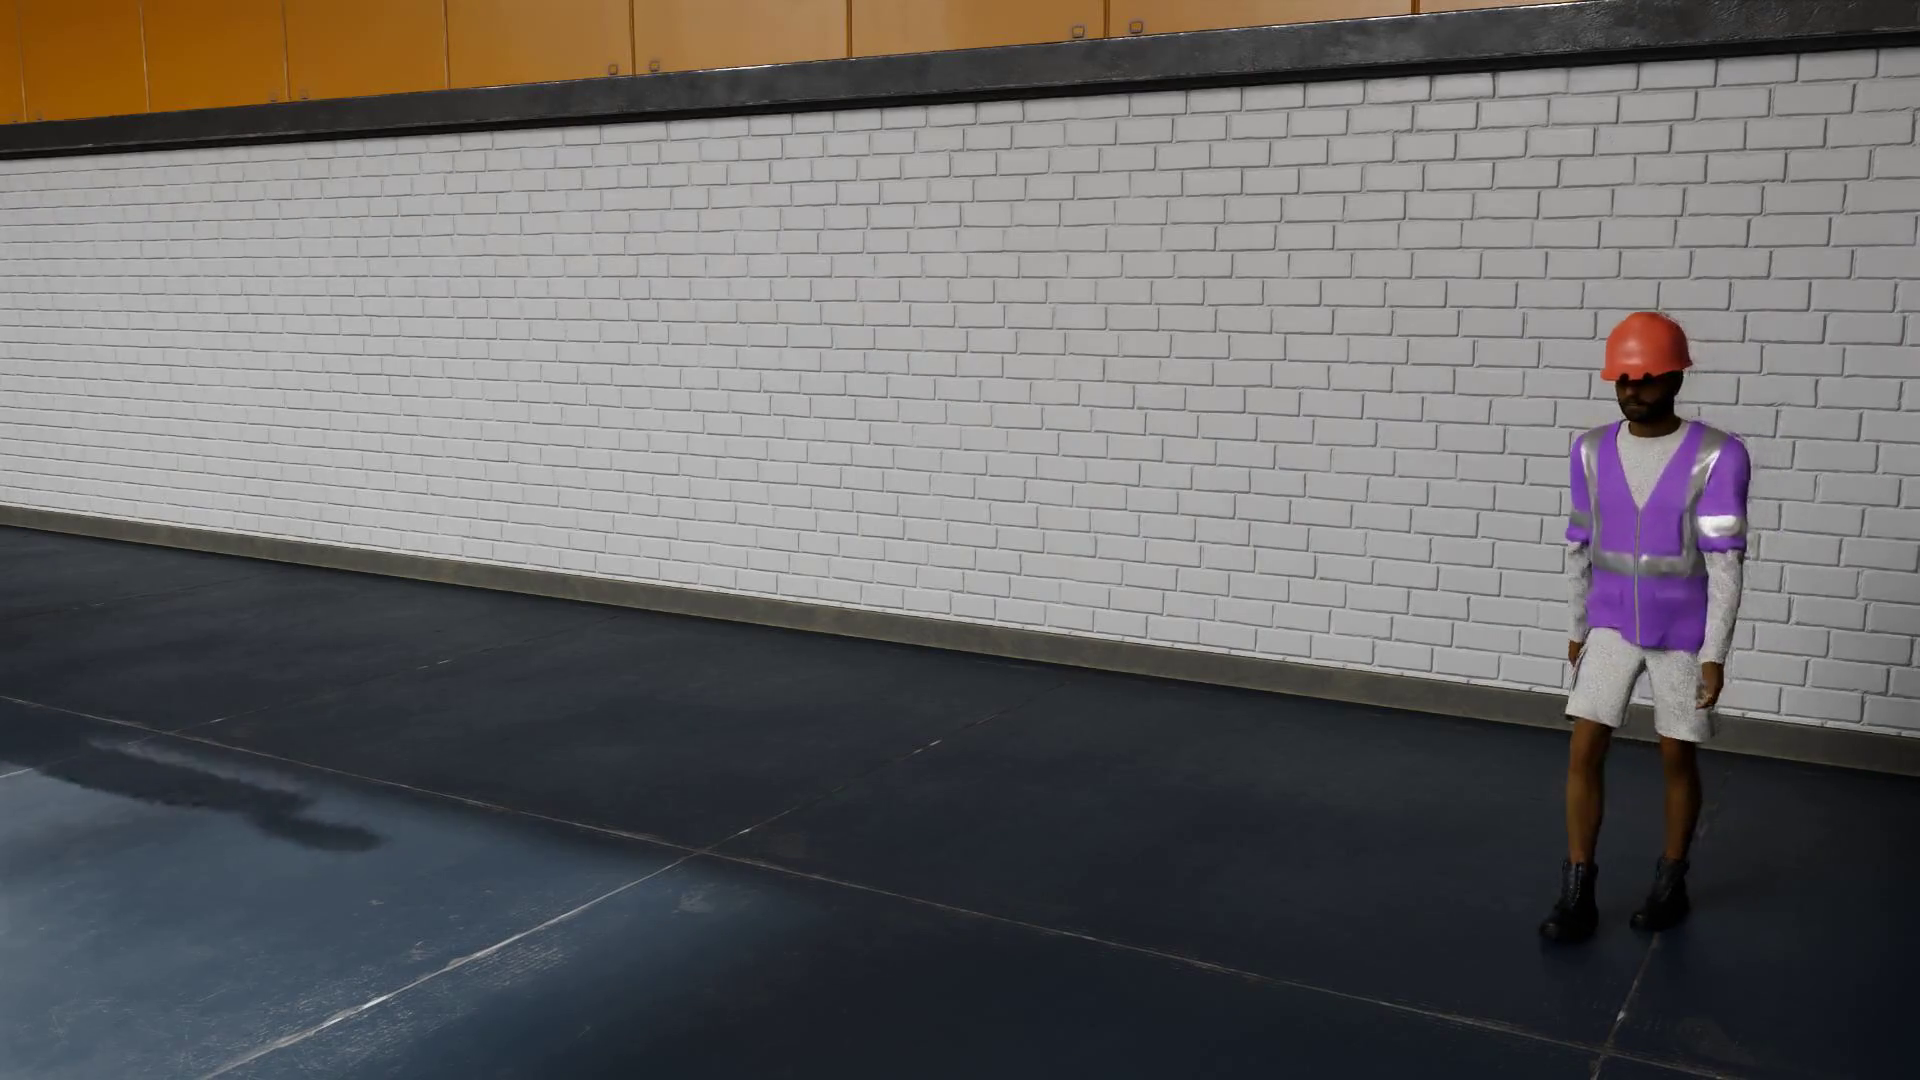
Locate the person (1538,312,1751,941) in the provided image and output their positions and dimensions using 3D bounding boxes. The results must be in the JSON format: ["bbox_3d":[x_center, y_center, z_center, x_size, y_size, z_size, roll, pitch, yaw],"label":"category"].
[{"bbox_3d":[2.032,0.284,4.974,0.571,1.905,0.768,8,12,41],"label":"person"}]
